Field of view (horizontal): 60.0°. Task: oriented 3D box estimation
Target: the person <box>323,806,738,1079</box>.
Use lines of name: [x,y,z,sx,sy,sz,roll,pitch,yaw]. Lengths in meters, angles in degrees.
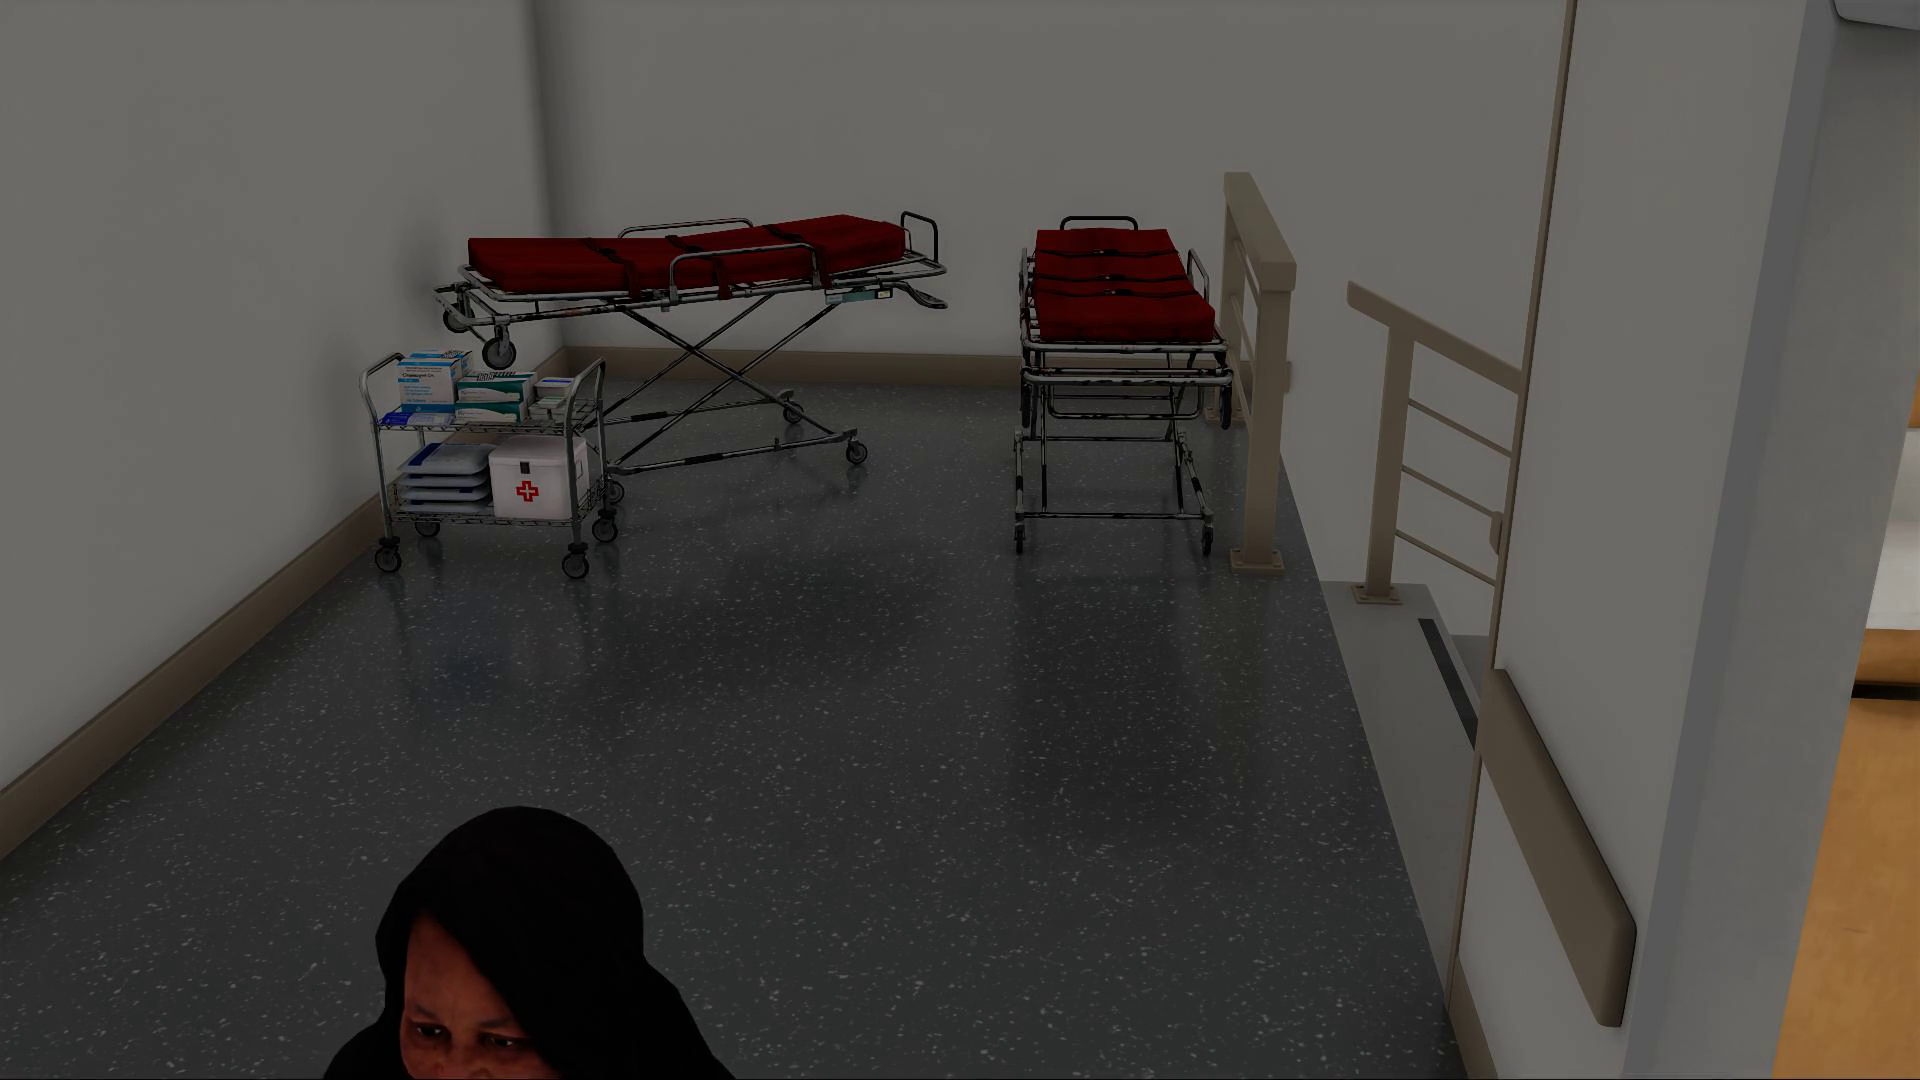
person: [-0.402,0.977,1.733,0.677,1.612,0.658,5,21,12]
